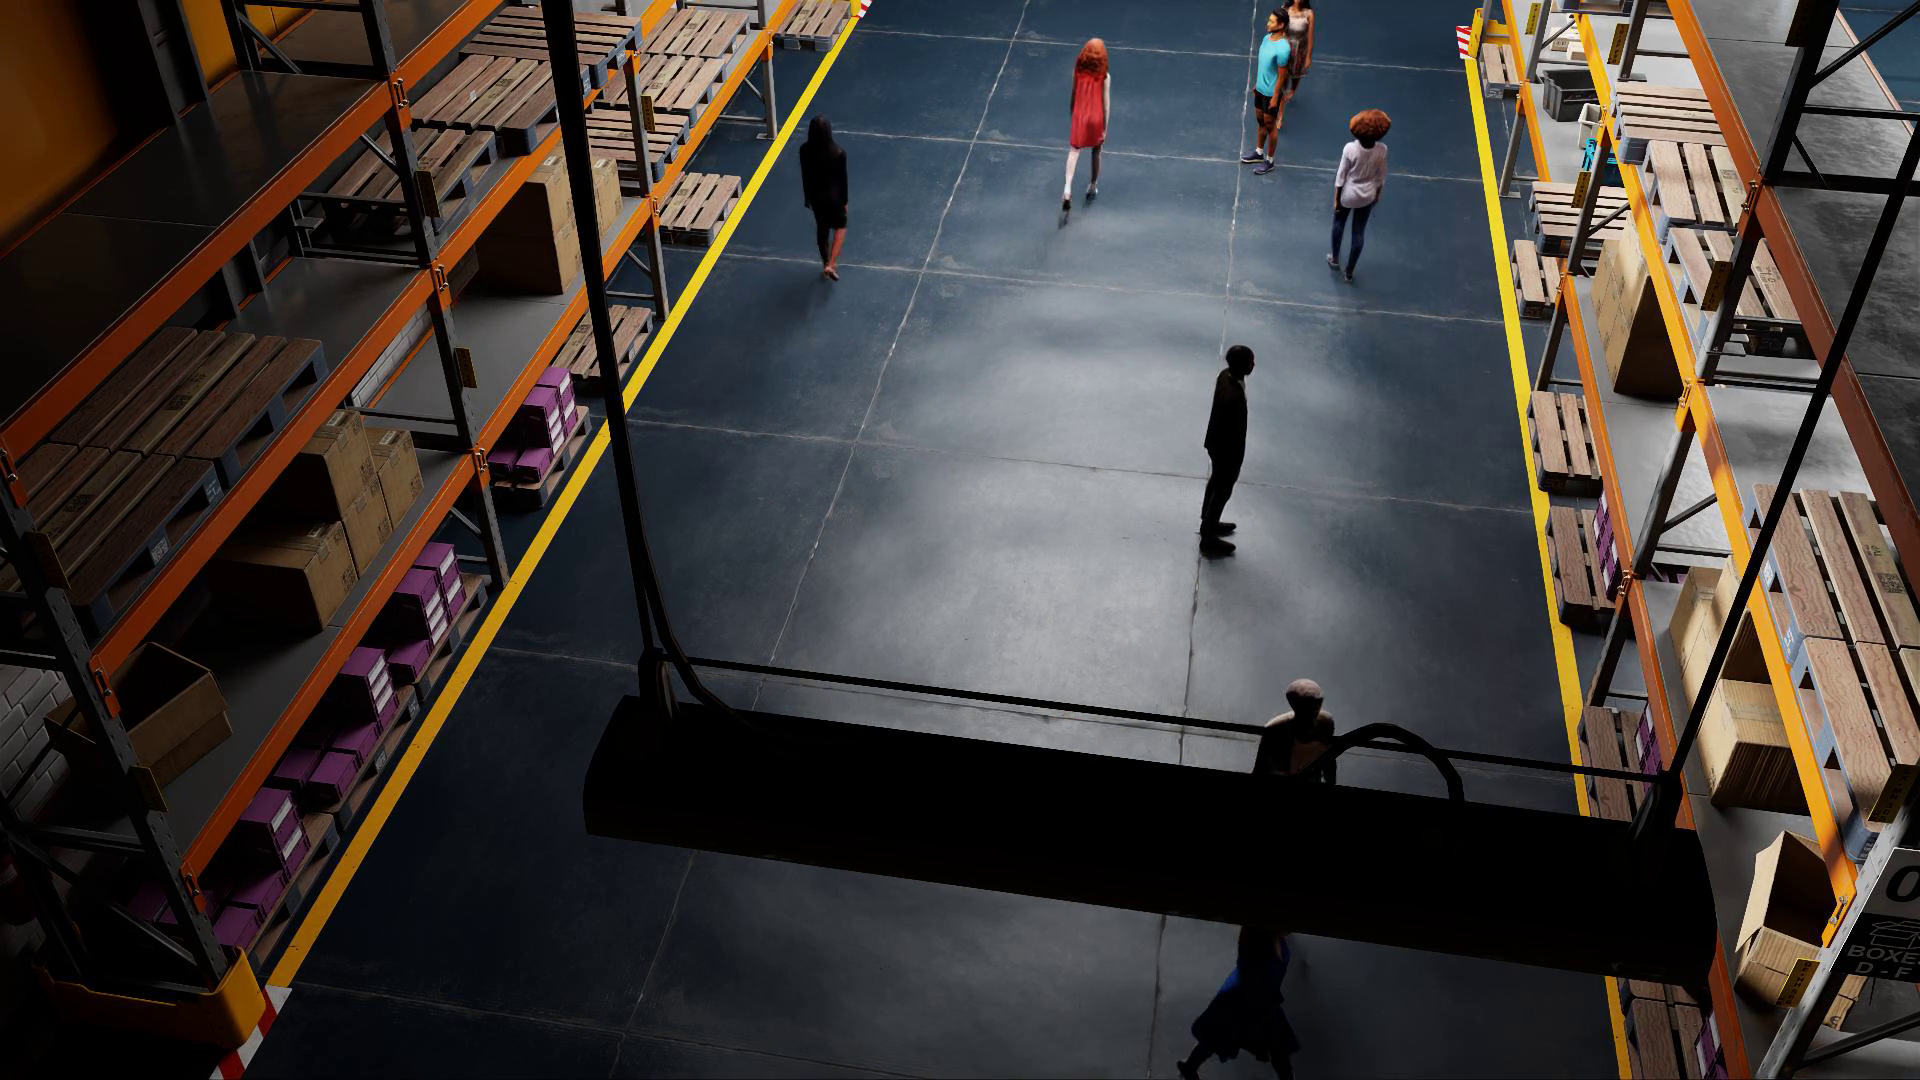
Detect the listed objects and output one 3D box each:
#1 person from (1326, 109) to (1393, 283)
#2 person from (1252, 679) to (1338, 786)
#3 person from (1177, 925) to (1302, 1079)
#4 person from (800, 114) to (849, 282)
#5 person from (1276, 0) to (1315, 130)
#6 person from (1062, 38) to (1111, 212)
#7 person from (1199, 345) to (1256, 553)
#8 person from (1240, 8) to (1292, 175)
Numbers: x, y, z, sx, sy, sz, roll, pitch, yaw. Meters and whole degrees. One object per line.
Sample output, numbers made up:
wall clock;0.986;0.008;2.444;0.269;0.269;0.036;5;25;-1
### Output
person;3.816;-3.261;15.931;0.683;1.690;0.776;3;39;4
person;1.941;1.446;10.017;0.981;1.714;1.172;-12;40;-15
person;1.412;2.428;8.732;0.988;1.784;1.119;24;44;27
person;-1.300;-3.206;15.847;0.613;1.708;0.815;7;39;8
person;3.772;-5.554;18.880;0.668;1.593;1.170;11;40;13
person;1.277;-4.218;17.039;0.690;1.803;1.100;12;40;15
person;2.010;-0.698;12.632;0.751;1.800;0.566;0;39;0
person;3.324;-4.823;17.818;0.751;1.776;0.631;-13;40;-15
